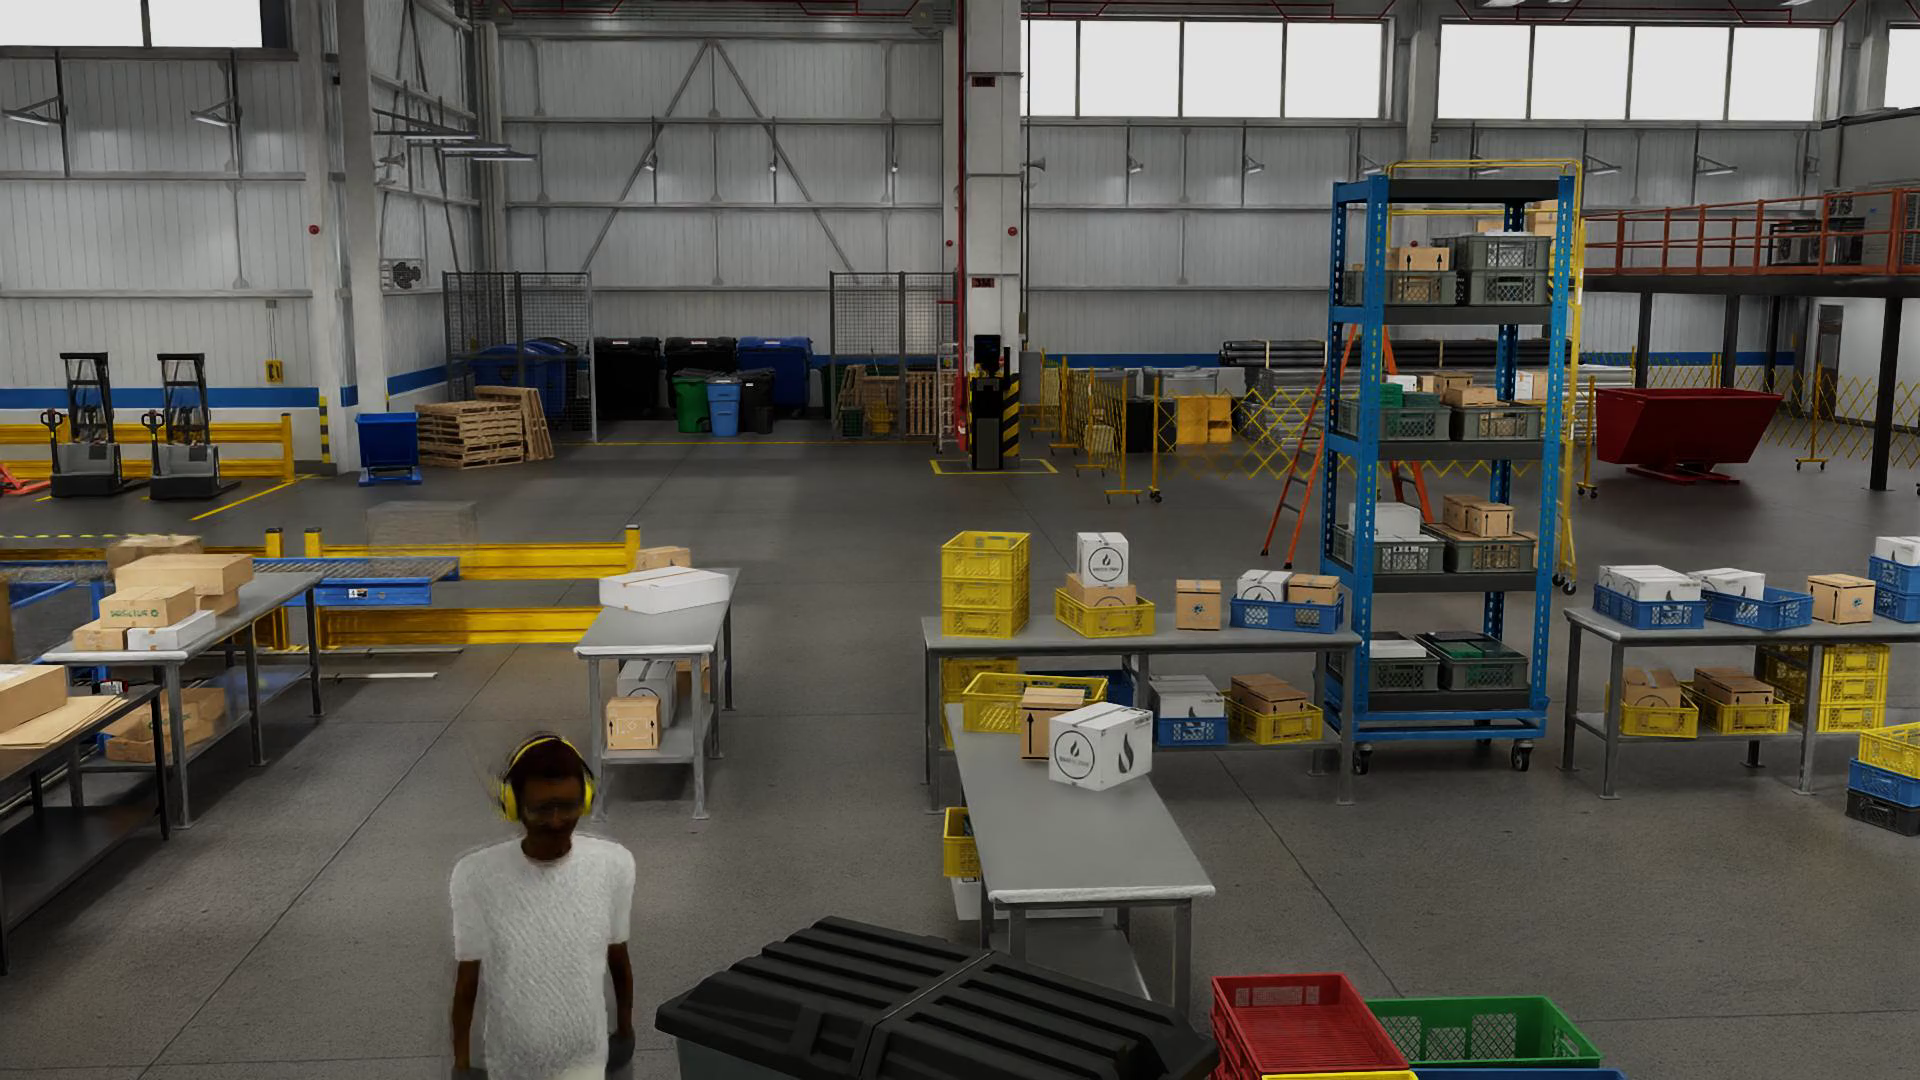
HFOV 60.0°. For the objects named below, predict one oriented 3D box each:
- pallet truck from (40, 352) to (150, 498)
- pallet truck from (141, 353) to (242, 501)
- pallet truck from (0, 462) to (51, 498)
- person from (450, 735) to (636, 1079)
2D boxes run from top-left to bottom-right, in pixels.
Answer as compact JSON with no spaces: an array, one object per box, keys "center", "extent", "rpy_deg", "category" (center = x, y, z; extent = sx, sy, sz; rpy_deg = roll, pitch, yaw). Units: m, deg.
[{"center":[-11.907,-1.642,23.165],"extent":[0.823,1.965,1.885],"rpy_deg":[0,9,0],"category":"pallet truck"},{"center":[-10.520,-1.604,22.925],"extent":[0.823,1.965,1.885],"rpy_deg":[-1,9,-6],"category":"pallet truck"},{"center":[-13.193,-1.293,23.148],"extent":[0.653,1.274,1.630],"rpy_deg":[-1,9,-4],"category":"pallet truck"},{"center":[-1.146,1.401,4.580],"extent":[0.522,1.838,0.884],"rpy_deg":[-3,9,-17],"category":"person"}]
